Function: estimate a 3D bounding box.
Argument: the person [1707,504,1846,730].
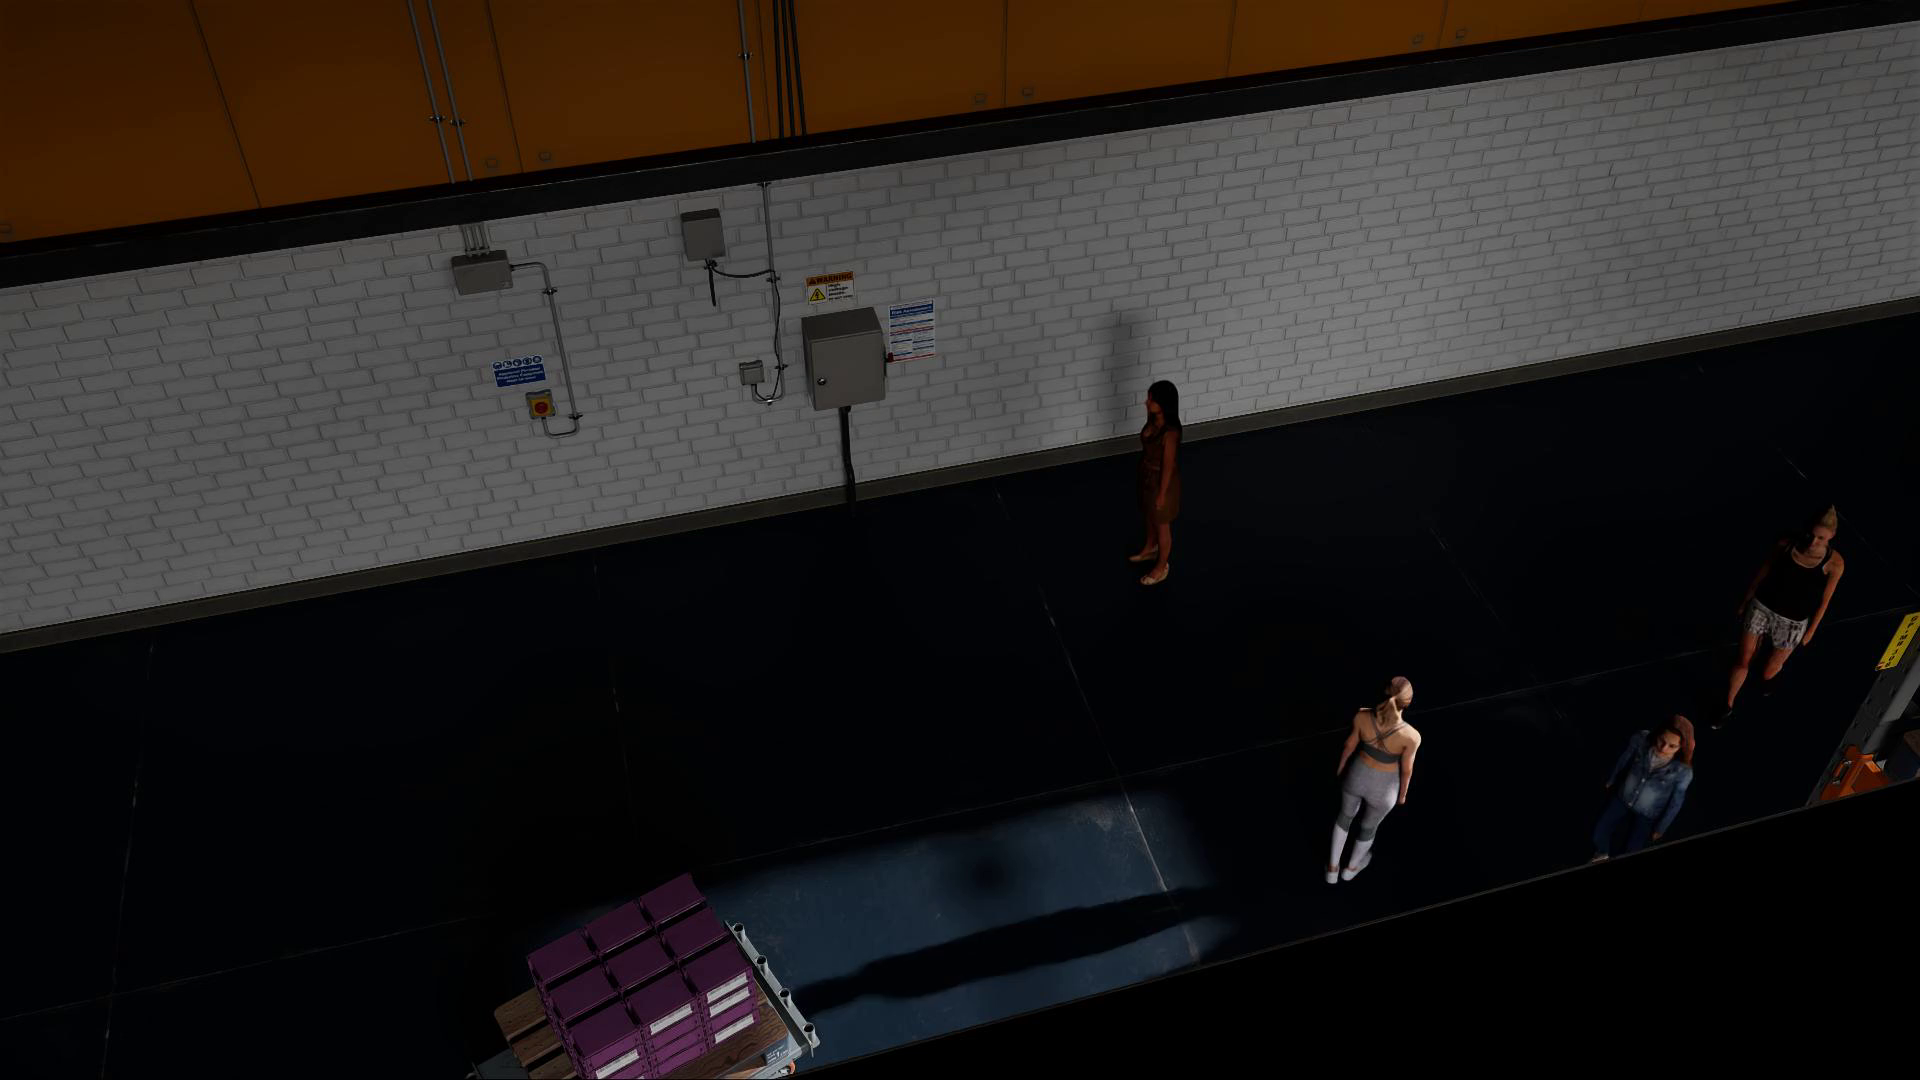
[{"bbox_3d":[5.112,0.410,10.329,0.917,1.832,0.912,34,53,30],"label":"person"}]

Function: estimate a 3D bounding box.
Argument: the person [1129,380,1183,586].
[{"bbox_3d":[1.349,-0.399,11.282,0.613,1.688,0.448,-12,45,-12],"label":"person"}]

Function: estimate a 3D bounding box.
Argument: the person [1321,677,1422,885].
[{"bbox_3d":[2.315,1.389,9.397,0.690,1.699,0.754,22,48,22],"label":"person"}]

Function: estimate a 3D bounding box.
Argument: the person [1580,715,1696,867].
[{"bbox_3d":[3.924,1.459,9.491,0.734,1.469,0.623,-31,52,-29],"label":"person"}]
